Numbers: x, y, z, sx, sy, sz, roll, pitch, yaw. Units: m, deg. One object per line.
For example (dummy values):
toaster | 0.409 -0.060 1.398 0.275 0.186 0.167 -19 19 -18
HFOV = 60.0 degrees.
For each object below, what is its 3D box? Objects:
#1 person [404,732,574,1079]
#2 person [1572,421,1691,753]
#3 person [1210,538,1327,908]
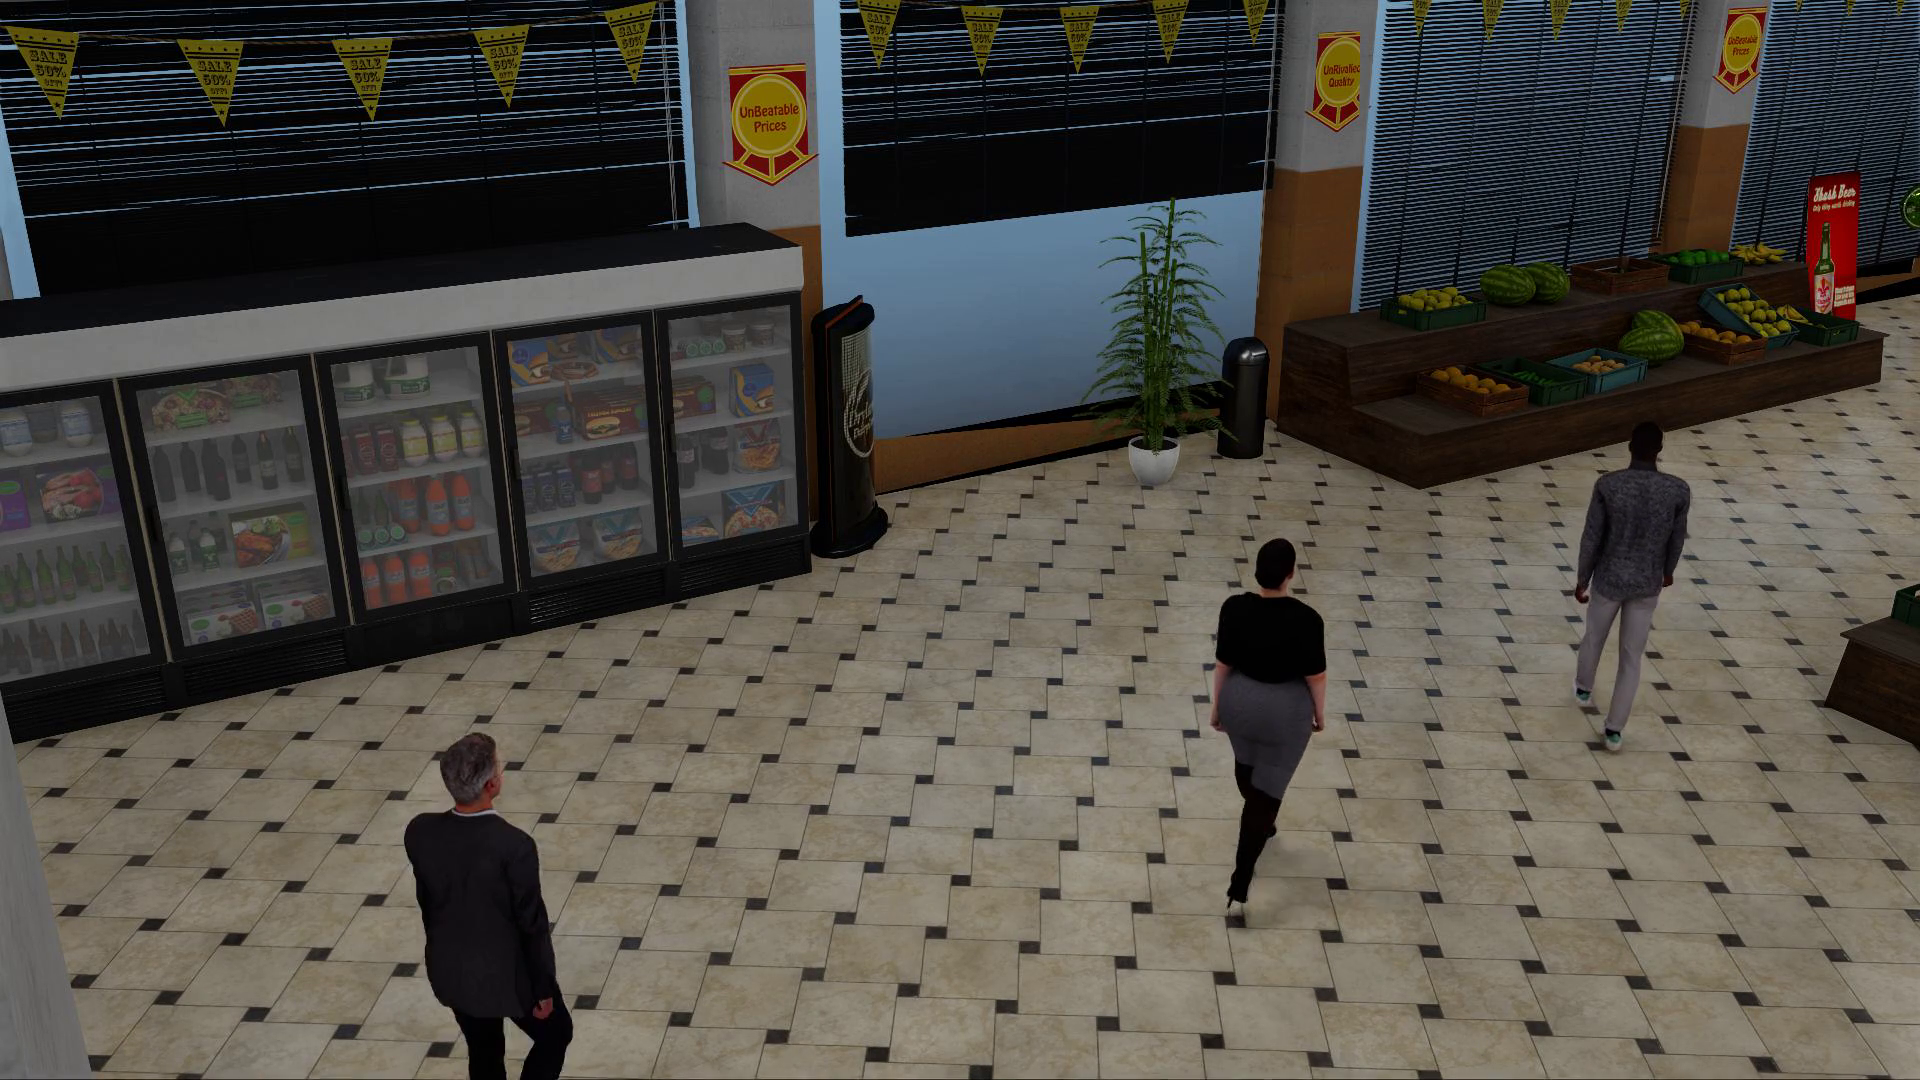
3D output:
person | -1.699 1.554 5.874 0.868 1.823 0.927 6 23 15
person | 3.633 0.283 9.058 1.076 1.808 1.148 7 23 17
person | 1.386 0.878 7.701 1.014 1.715 1.217 12 25 28
